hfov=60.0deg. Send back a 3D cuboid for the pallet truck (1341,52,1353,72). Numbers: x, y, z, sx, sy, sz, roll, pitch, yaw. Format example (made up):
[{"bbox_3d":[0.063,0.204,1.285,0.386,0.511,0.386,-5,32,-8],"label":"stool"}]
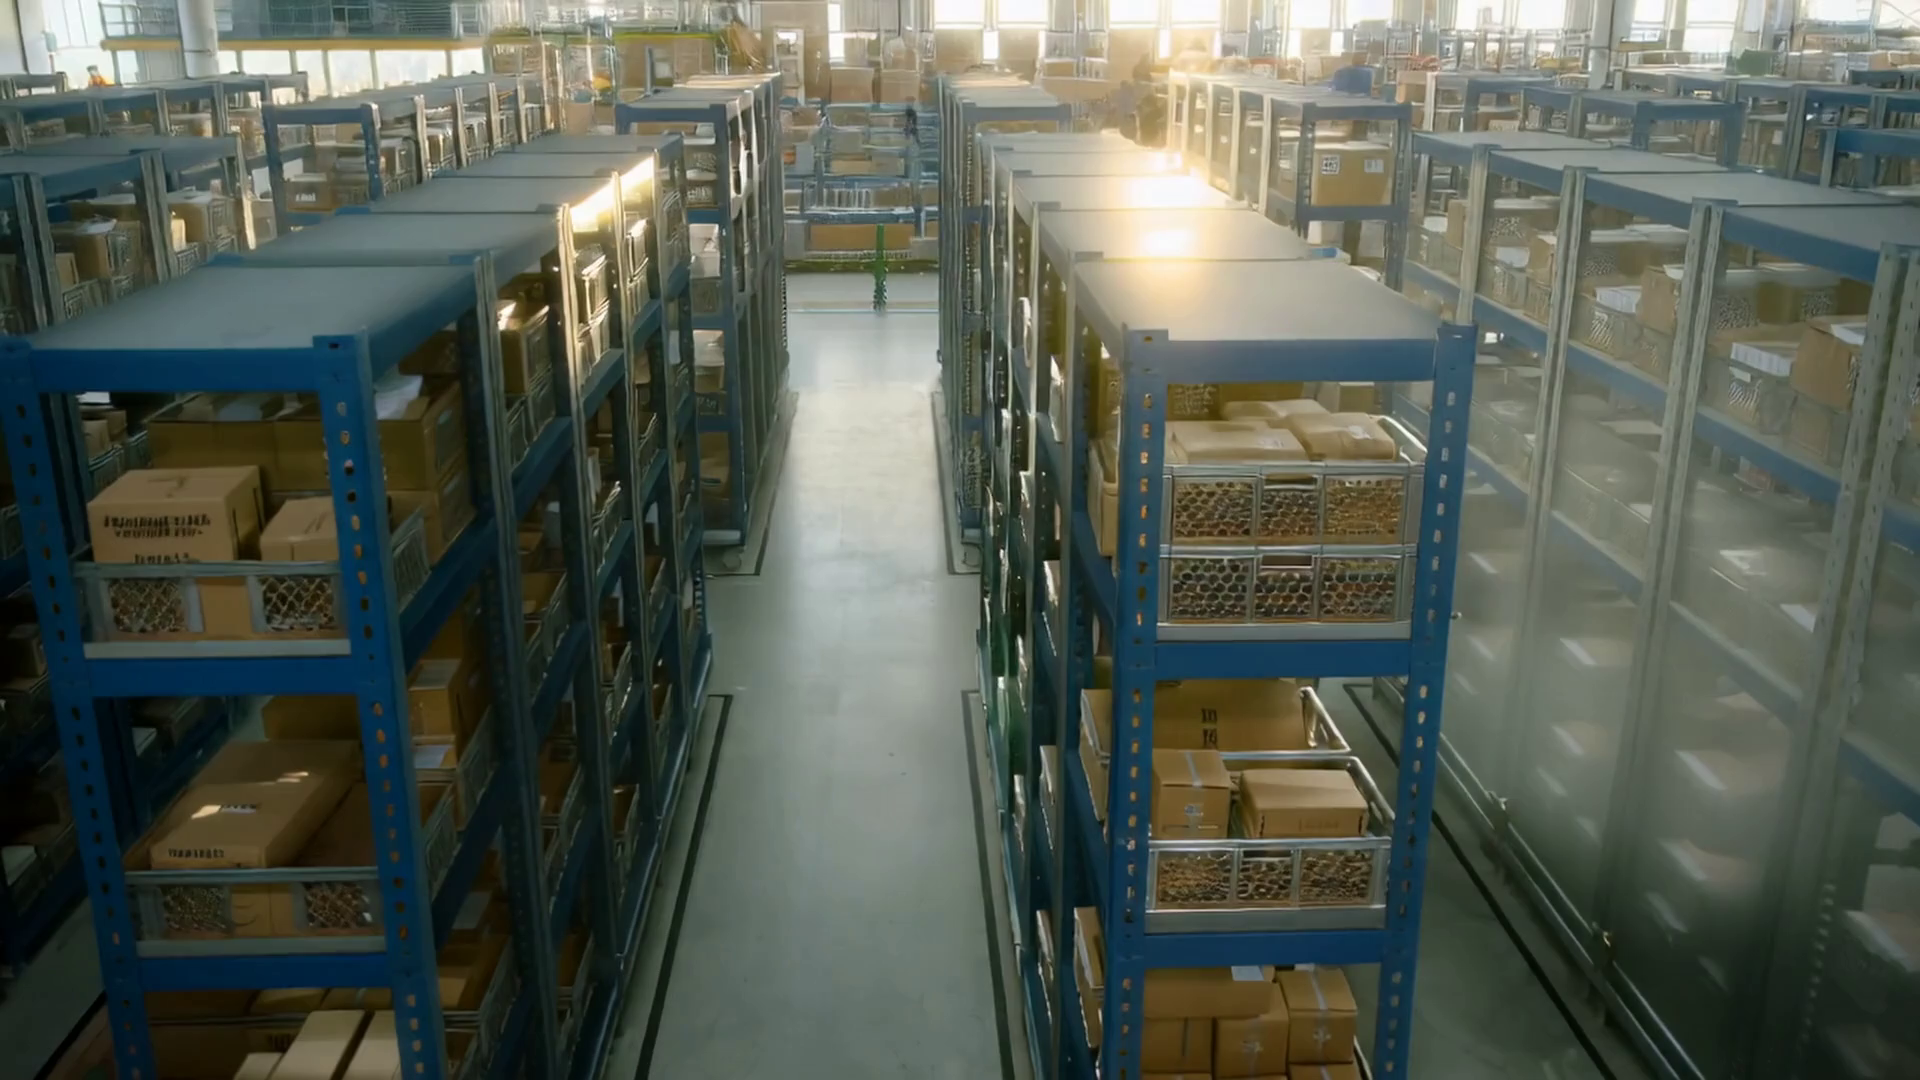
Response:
[{"bbox_3d":[18.794,-23.123,82.231,0.823,1.965,1.885,-13,22,-35],"label":"pallet truck"}]

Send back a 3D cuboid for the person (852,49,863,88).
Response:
[{"bbox_3d":[-5.402,-24.863,87.700,0.616,1.962,0.988,2,18,7],"label":"person"}]

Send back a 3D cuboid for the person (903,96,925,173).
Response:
[{"bbox_3d":[-1.225,-10.458,43.059,1.021,1.981,0.605,1,18,3],"label":"person"}]

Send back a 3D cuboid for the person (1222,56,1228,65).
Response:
[{"bbox_3d":[12.854,-22.792,81.497,0.521,1.821,0.964,-15,23,-39],"label":"person"}]

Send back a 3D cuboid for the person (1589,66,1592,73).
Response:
[{"bbox_3d":[30.306,-22.213,79.347,0.538,2.000,0.690,10,20,28],"label":"person"}]

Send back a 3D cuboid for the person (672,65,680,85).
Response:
[{"bbox_3d":[-11.313,-17.981,66.445,0.392,1.920,0.587,0,18,0],"label":"person"}]

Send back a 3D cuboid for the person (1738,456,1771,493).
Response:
[{"bbox_3d":[6.076,-0.657,12.715,0.393,1.992,0.622,12,22,33],"label":"person"}]

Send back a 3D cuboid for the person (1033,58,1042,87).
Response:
[{"bbox_3d":[3.564,-20.890,75.473,0.639,1.898,0.608,1,18,3],"label":"person"}]

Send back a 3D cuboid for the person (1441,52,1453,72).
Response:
[{"bbox_3d":[24.675,-23.769,84.358,0.584,1.918,0.381,4,18,14],"label":"person"}]

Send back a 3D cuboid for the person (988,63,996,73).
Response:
[{"bbox_3d":[1.455,-20.702,75.235,0.540,1.705,0.323,-12,22,-33],"label":"person"}]

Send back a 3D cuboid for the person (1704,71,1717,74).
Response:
[{"bbox_3d":[31.603,-19.250,70.367,0.638,1.920,0.723,9,20,25],"label":"person"}]

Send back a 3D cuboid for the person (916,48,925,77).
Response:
[{"bbox_3d":[-2.119,-25.635,90.087,0.408,1.943,0.614,15,23,39],"label":"person"}]

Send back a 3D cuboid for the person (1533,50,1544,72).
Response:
[{"bbox_3d":[30.694,-25.051,88.344,0.714,1.908,0.610,-17,24,-42],"label":"person"}]

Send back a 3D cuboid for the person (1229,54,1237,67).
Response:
[{"bbox_3d":[13.863,-23.598,84.009,0.819,1.810,0.619,1,18,2],"label":"person"}]

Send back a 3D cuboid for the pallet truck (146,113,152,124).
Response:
[{"bbox_3d":[-18.087,-8.309,36.390,1.885,1.965,0.823,-1,18,-4],"label":"pallet truck"}]

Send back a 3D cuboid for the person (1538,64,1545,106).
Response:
[{"bbox_3d":[24.108,-18.826,69.162,0.509,1.860,0.334,-17,24,-42],"label":"person"}]

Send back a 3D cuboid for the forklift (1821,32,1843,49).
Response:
[{"bbox_3d":[46.003,-25.465,88.067,1.129,2.768,1.873,-1,18,-2],"label":"forklift"}]

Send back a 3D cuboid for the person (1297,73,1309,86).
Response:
[{"bbox_3d":[12.350,-15.962,60.267,0.543,1.894,1.006,14,23,37],"label":"person"}]

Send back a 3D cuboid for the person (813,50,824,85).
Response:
[{"bbox_3d":[-7.673,-25.699,90.476,0.619,1.836,0.431,-11,21,-31],"label":"person"}]

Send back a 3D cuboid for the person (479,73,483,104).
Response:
[{"bbox_3d":[-17.342,-15.995,60.416,0.506,1.847,0.343,-15,23,-38],"label":"person"}]

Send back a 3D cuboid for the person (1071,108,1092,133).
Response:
[{"bbox_3d":[2.911,-9.611,40.642,0.634,1.867,0.928,-2,18,-7],"label":"person"}]

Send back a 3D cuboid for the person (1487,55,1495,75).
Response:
[{"bbox_3d":[27.686,-24.440,86.800,0.401,1.681,0.549,-4,18,-14],"label":"person"}]

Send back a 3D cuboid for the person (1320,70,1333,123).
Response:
[{"bbox_3d":[13.505,-16.510,61.885,0.834,1.925,0.635,-2,18,-6],"label":"person"}]

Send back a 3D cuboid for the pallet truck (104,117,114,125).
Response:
[{"bbox_3d":[-18.367,-7.885,35.078,1.885,1.965,0.823,1,18,2],"label":"pallet truck"}]

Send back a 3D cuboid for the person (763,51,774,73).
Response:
[{"bbox_3d":[-9.872,-24.210,85.691,0.553,1.935,0.362,3,18,8],"label":"person"}]

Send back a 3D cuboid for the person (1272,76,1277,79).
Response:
[{"bbox_3d":[11.438,-16.201,61.274,0.943,1.708,0.526,-5,18,-14],"label":"person"}]
